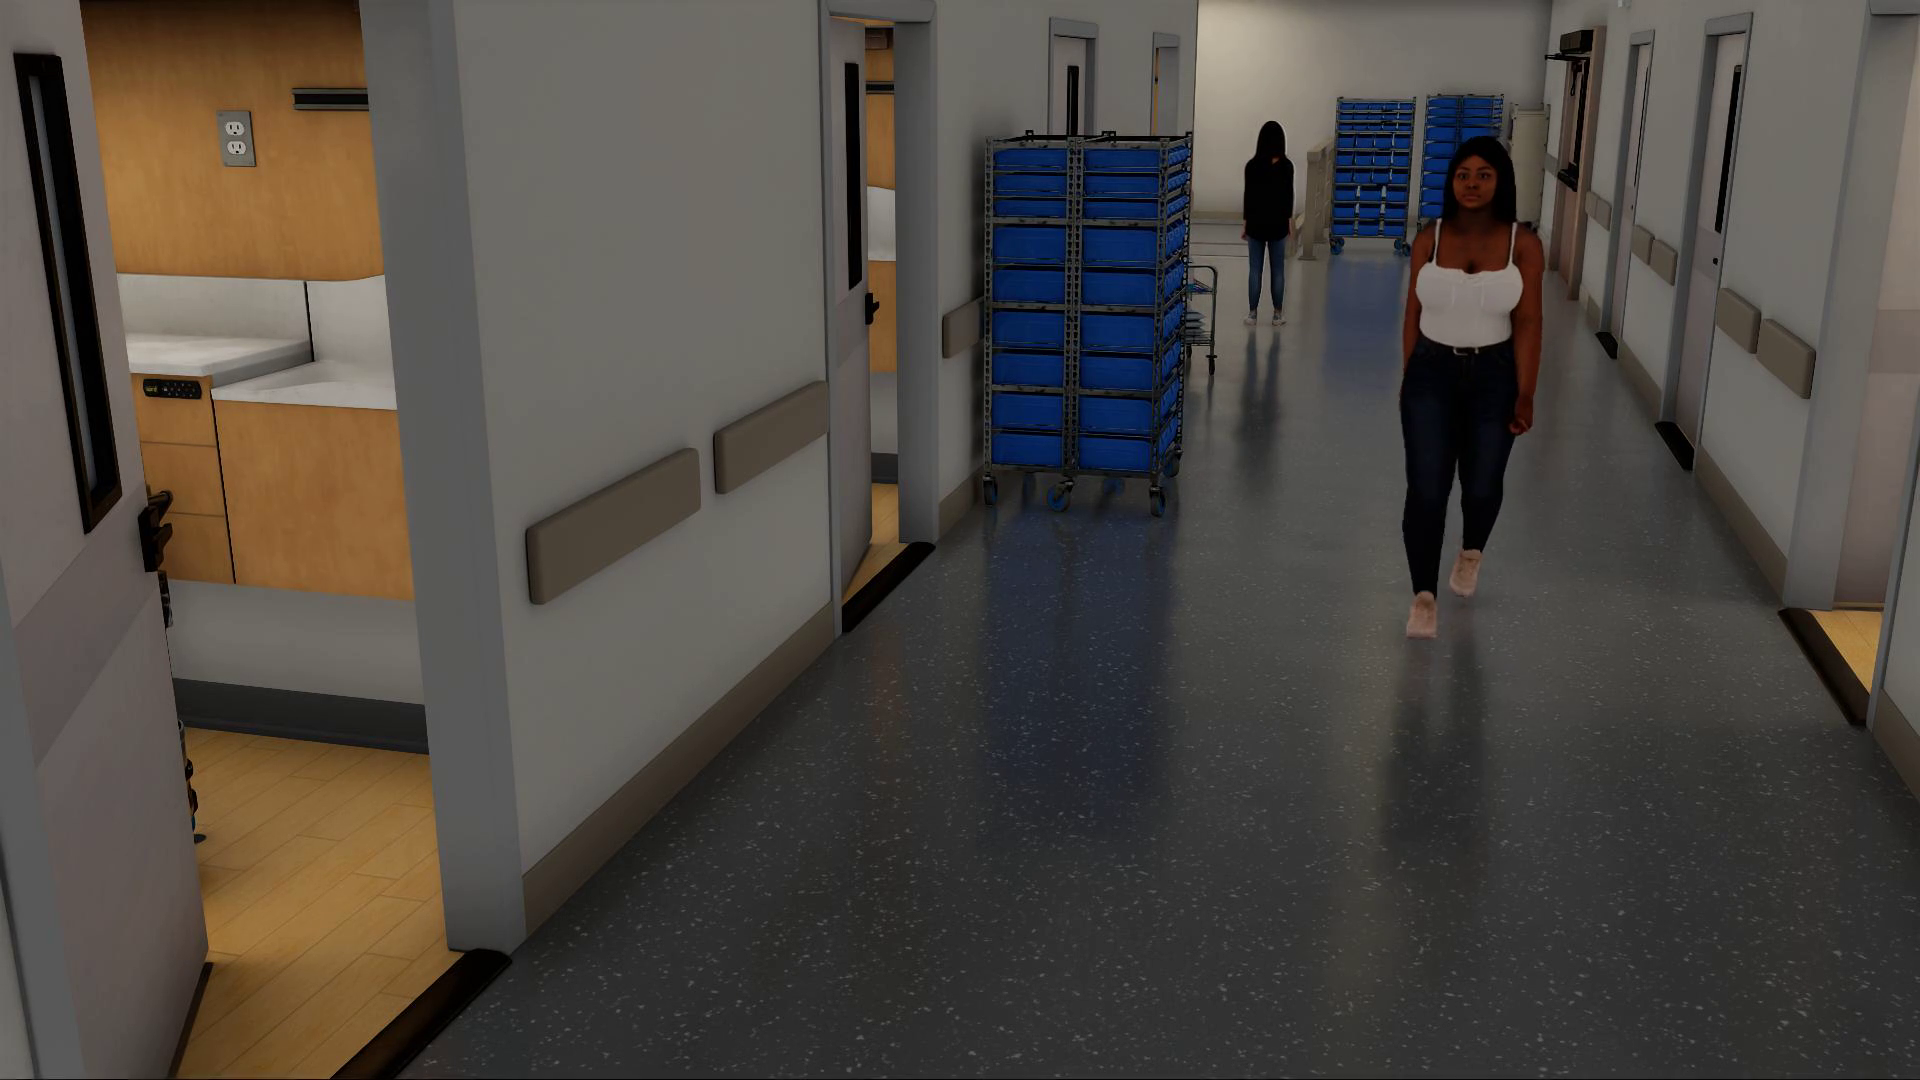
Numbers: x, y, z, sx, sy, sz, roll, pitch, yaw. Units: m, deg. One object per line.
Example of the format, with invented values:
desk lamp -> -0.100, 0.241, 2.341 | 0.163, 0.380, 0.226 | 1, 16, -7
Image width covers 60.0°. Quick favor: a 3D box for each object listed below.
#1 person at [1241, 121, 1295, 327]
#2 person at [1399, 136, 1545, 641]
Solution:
person -> 2.519, -2.594, 13.631 | 0.578, 1.646, 0.535 | 3, 16, 10
person -> 1.884, -0.557, 6.175 | 0.710, 1.771, 1.169 | 6, 17, 20
